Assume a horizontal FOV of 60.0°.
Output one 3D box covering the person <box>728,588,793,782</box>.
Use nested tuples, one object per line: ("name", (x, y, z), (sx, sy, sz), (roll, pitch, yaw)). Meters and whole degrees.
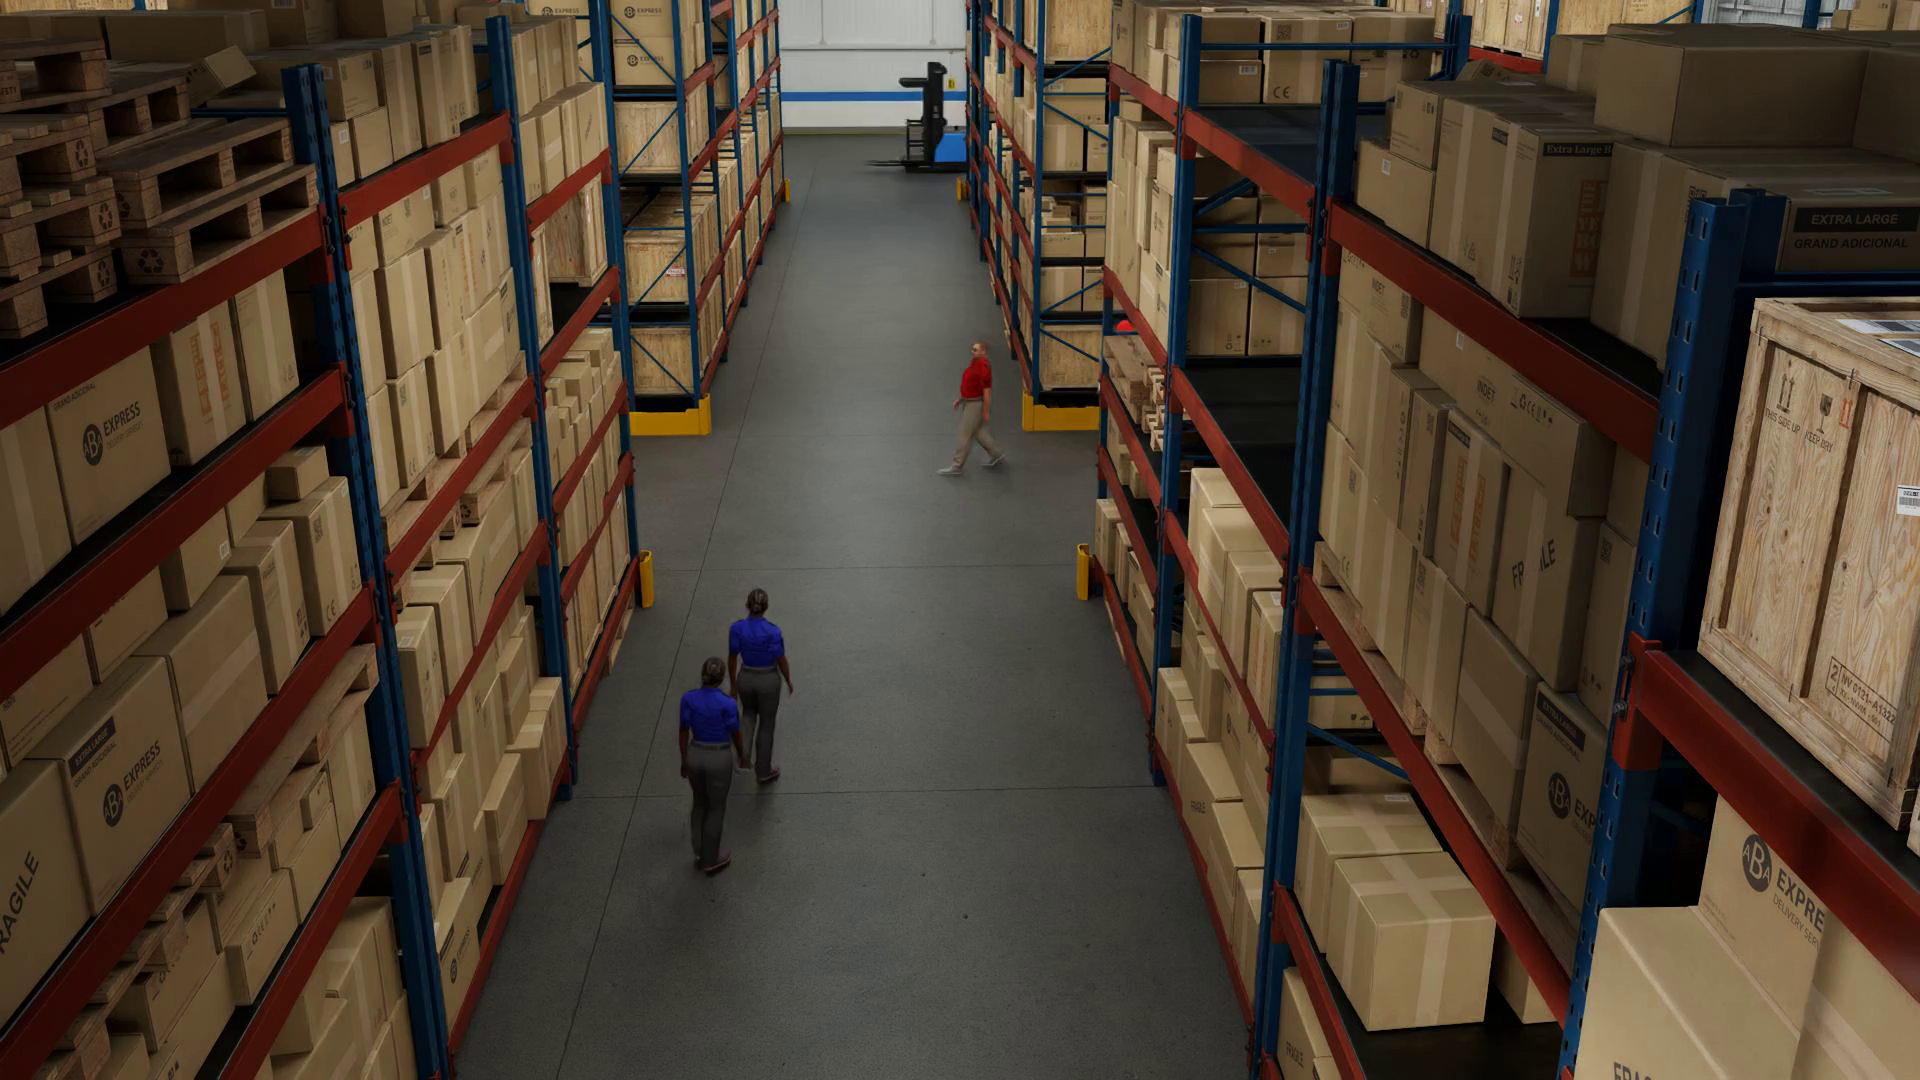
("person", (-1.608, 1.160, 13.478), (0.460, 1.662, 0.413), (6, 21, 16))

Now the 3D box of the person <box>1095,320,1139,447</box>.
("person", (2.108, -2.038, 21.928), (0.586, 1.785, 0.568), (-6, 21, -15))

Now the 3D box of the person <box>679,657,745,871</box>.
("person", (-1.818, 1.636, 12.252), (0.453, 1.677, 0.471), (7, 22, 18))

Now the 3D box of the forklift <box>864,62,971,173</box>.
("forklift", (-1.196, -11.819, 46.507), (3.031, 2.941, 1.121), (-1, 21, -4))

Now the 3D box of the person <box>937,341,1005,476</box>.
("person", (0.144, -1.699, 21.112), (0.922, 1.690, 0.533), (-3, 21, -8))
